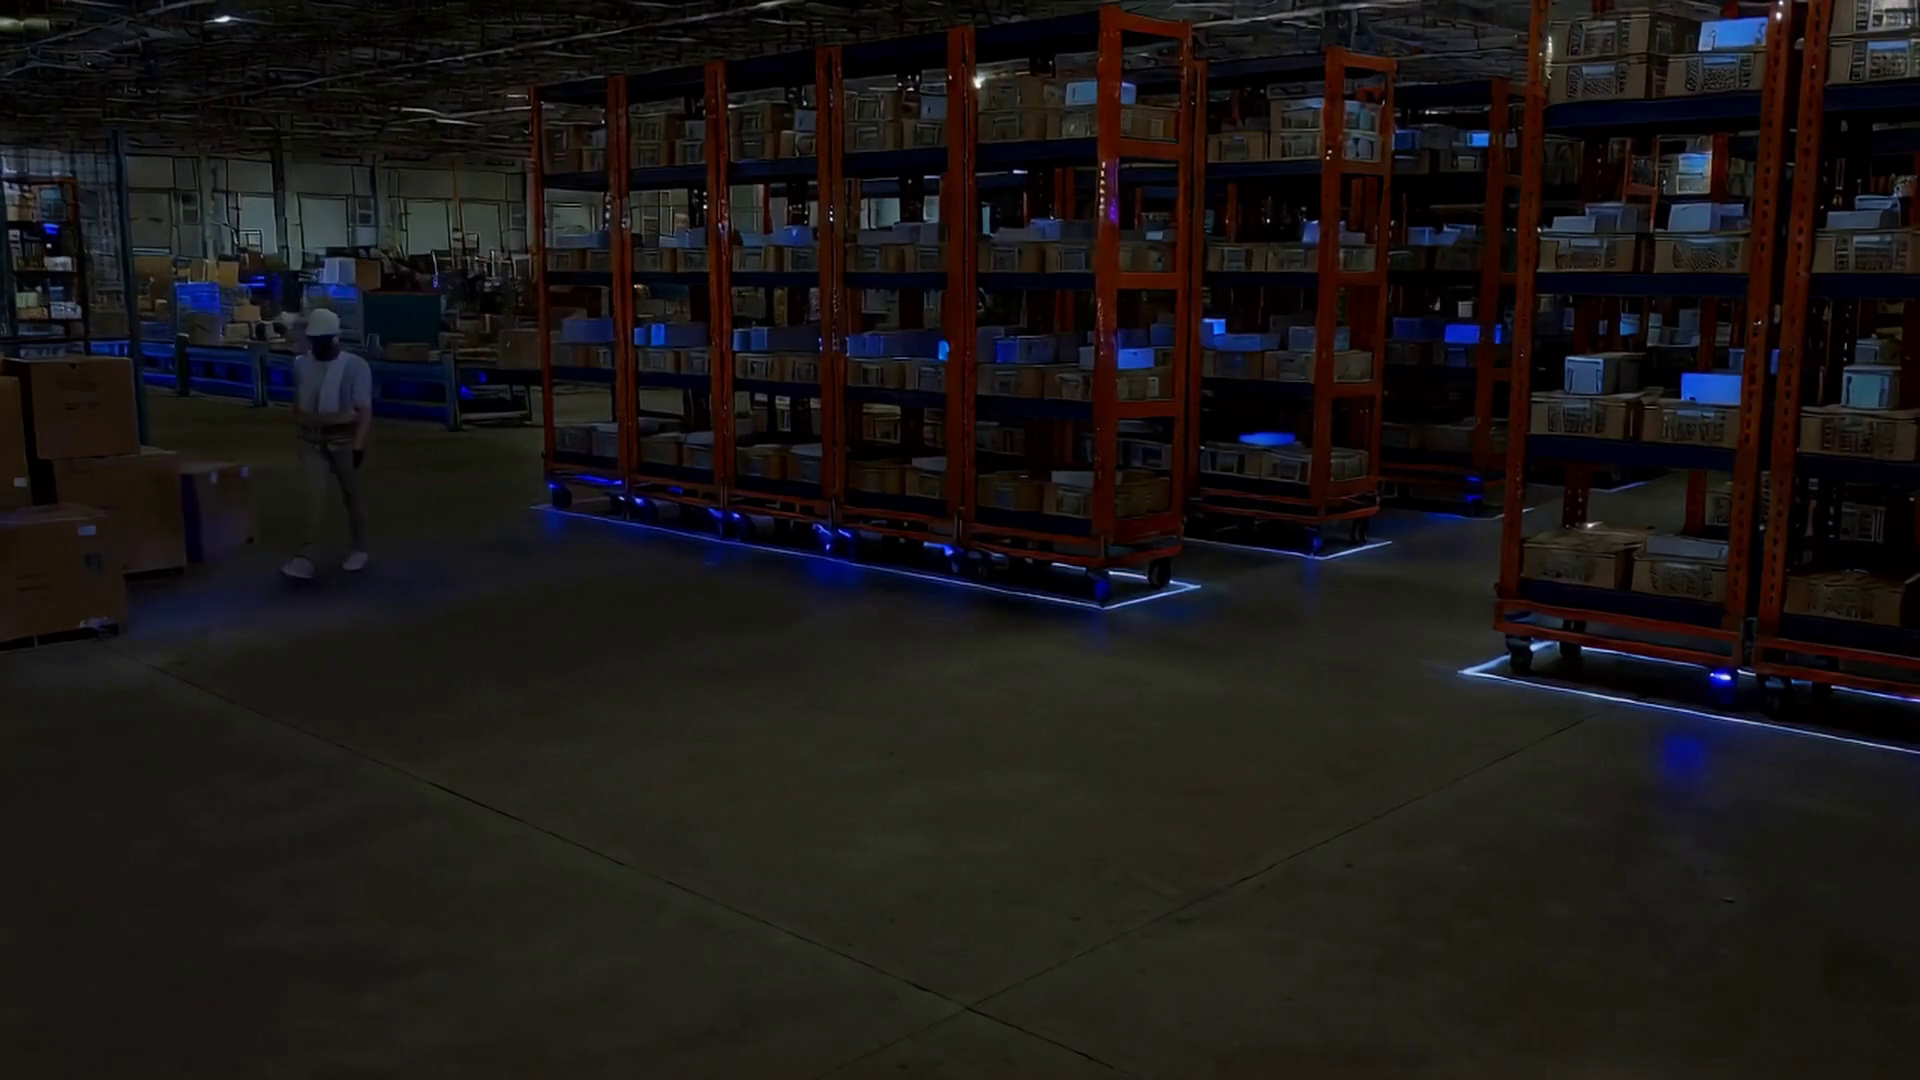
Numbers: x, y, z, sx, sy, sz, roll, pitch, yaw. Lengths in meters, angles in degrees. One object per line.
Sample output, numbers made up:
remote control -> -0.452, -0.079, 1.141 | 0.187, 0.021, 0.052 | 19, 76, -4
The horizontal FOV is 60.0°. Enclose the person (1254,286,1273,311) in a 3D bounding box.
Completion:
person -> 5.004, -3.277, 27.134 | 0.973, 1.862, 0.648 | -4, 10, -26

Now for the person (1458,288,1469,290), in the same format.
person -> 20.081, -9.582, 66.507 | 0.531, 1.622, 0.548 | 8, 12, 39

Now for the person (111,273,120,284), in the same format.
person -> -41.014, -12.075, 81.023 | 1.004, 1.876, 0.604 | 0, 9, 2

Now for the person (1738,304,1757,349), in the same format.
person -> 9.815, -2.173, 20.607 | 0.988, 1.795, 0.572 | 7, 12, 37

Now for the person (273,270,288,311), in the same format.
person -> -25.176, -9.000, 61.739 | 0.647, 2.020, 0.719 | 9, 13, 43

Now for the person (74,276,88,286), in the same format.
person -> -36.694, -10.127, 69.326 | 0.662, 1.800, 0.910 | -1, 9, -6

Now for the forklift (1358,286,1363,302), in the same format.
forklift -> 11.100, -7.017, 46.970 | 1.873, 2.768, 1.129 | 9, 13, 43

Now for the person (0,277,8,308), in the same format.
person -> -36.406, -9.208, 63.420 | 0.612, 1.884, 0.926 | 0, 9, 3

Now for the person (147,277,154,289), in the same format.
person -> -38.321, -11.609, 78.737 | 0.321, 1.697, 0.529 | -7, 11, -35

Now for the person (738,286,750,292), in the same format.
person -> -9.000, -10.160, 69.032 | 0.613, 1.963, 0.362 | 6, 11, 31

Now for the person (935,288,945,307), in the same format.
person -> -0.702, -8.940, 62.388 | 0.530, 1.693, 0.321 | -4, 10, -21

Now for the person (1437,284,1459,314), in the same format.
person -> 6.794, -2.755, 23.643 | 0.609, 1.964, 0.643 | 8, 13, 42

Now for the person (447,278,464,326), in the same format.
person -> -13.561, -6.123, 44.669 | 0.508, 1.843, 0.631 | 3, 10, 20

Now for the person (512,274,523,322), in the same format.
person -> -14.963, -8.052, 56.285 | 0.442, 1.901, 0.628 | -1, 9, -5

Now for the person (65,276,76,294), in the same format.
person -> -27.704, -7.265, 51.596 | 0.775, 1.859, 0.606 | -7, 12, -38

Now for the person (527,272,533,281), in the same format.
person -> -25.189, -14.803, 97.798 | 0.606, 1.869, 0.420 | 3, 10, 16

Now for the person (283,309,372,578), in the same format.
person -> -4.267, -0.646, 11.197 | 0.601, 1.789, 0.831 | 0, 9, 3

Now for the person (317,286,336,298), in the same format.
person -> -21.805, -8.269, 57.210 | 0.962, 2.000, 0.688 | 3, 10, 16

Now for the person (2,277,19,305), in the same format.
person -> -35.354, -8.967, 61.897 | 0.634, 1.915, 0.787 | 2, 9, 12
